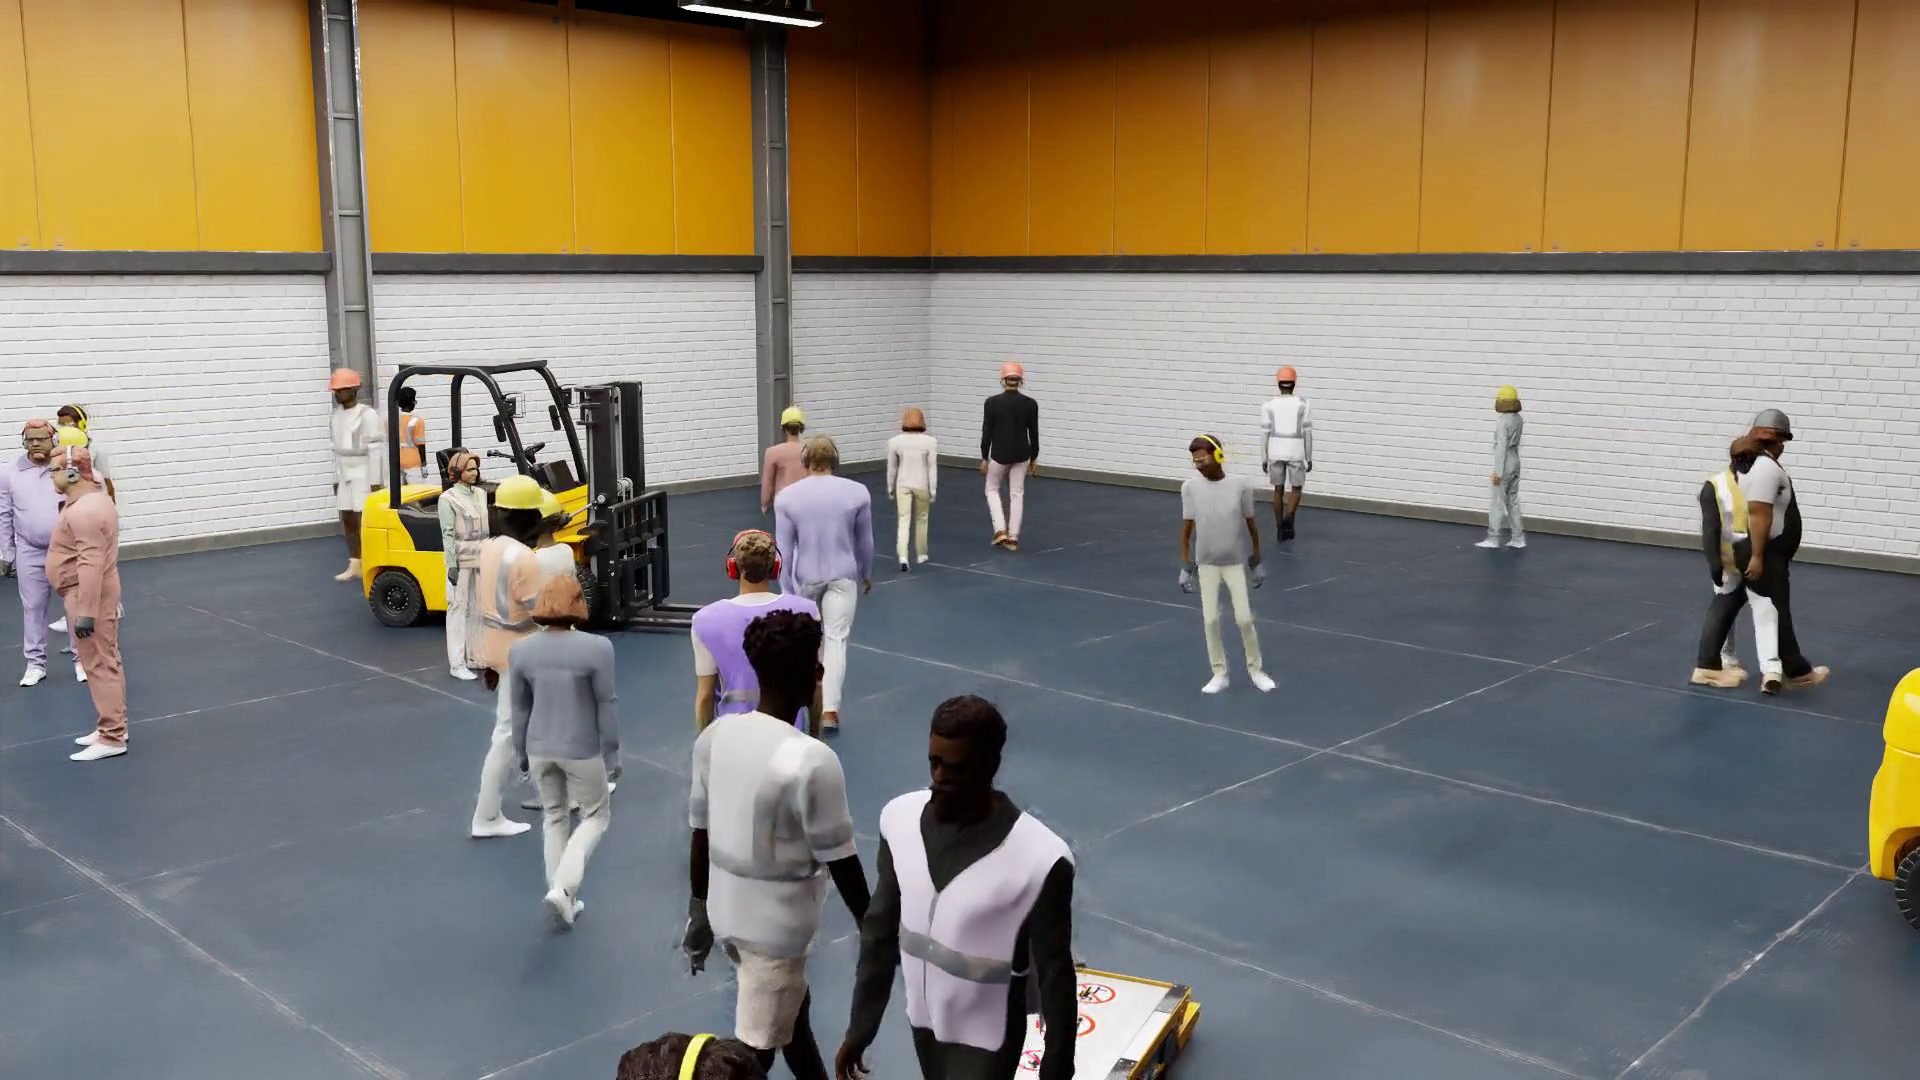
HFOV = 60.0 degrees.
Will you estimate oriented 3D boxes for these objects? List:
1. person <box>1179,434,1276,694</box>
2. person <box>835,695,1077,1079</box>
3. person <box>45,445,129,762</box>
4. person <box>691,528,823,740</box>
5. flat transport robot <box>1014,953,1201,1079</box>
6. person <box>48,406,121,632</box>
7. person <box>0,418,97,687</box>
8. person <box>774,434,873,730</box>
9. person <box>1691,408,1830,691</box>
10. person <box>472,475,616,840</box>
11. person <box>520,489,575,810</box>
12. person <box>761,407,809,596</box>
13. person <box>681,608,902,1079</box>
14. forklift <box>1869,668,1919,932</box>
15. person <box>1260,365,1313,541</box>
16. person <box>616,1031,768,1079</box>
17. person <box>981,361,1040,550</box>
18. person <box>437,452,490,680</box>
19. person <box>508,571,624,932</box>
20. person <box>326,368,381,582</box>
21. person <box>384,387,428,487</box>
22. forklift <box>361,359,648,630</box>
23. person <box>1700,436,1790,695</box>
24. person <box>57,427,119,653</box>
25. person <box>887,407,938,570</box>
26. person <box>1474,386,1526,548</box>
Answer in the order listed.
[{"bbox_3d":[1.841,0.174,11.495,0.647,1.826,0.423,2,9,13],"label":"person"},{"bbox_3d":[0.031,1.306,4.452,0.595,1.874,1.012,8,12,41],"label":"person"},{"bbox_3d":[-5.279,0.373,10.044,0.403,1.904,0.652,-4,10,-21],"label":"person"},{"bbox_3d":[-0.861,0.872,7.158,0.563,1.848,0.391,-3,10,-17],"label":"person"},{"bbox_3d":[0.356,1.856,5.946,0.652,0.197,1.431,4,10,23],"label":"flat transport robot"},{"bbox_3d":[-7.276,-0.174,13.608,0.512,1.833,0.875,4,10,21],"label":"person"},{"bbox_3d":[-6.455,0.085,11.804,0.649,1.906,0.401,-4,10,-21],"label":"person"},{"bbox_3d":[-0.883,0.258,10.832,0.627,1.893,1.042,0,9,1],"label":"person"},{"bbox_3d":[5.663,0.035,11.699,0.975,2.000,0.746,1,9,4],"label":"person"},{"bbox_3d":[-2.228,0.599,8.718,0.767,1.898,0.599,-6,11,-31],"label":"person"},{"bbox_3d":[-2.279,0.595,9.123,0.332,1.766,0.538,2,9,10],"label":"person"},{"bbox_3d":[-1.509,-0.320,14.821,0.547,1.717,0.877,-3,10,-20],"label":"person"},{"bbox_3d":[-0.514,1.157,5.174,0.974,1.916,0.622,-7,12,-38],"label":"person"},{"bbox_3d":[5.205,0.723,7.013,2.313,2.155,1.214,9,13,43],"label":"forklift"},{"bbox_3d":[3.505,-0.918,17.899,0.572,1.921,0.574,3,10,17],"label":"person"},{"bbox_3d":[-0.378,1.636,2.601,1.025,1.812,0.569,2,10,15],"label":"person"},{"bbox_3d":[0.528,-0.878,17.463,0.658,1.981,0.427,-2,10,-14],"label":"person"},{"bbox_3d":[-3.567,0.180,12.035,0.307,1.641,0.513,3,10,17],"label":"person"},{"bbox_3d":[-1.763,0.956,7.324,0.520,1.613,0.484,2,9,11],"label":"person"},{"bbox_3d":[-5.679,-0.624,15.783,0.609,2.031,0.609,6,11,32],"label":"person"},{"bbox_3d":[-5.952,-0.803,17.916,0.533,1.690,0.321,4,10,24],"label":"person"},{"bbox_3d":[-3.850,-0.407,13.936,2.313,2.155,1.214,2,9,11],"label":"forklift"},{"bbox_3d":[5.516,0.172,11.629,0.645,1.791,0.946,2,9,9],"label":"person"},{"bbox_3d":[-6.675,0.017,12.662,0.525,1.765,0.329,5,11,30],"label":"person"},{"bbox_3d":[-0.477,-0.514,16.424,0.516,1.593,0.846,1,9,7],"label":"person"},{"bbox_3d":[5.745,-0.756,17.586,0.534,1.735,0.507,8,12,41],"label":"person"}]
